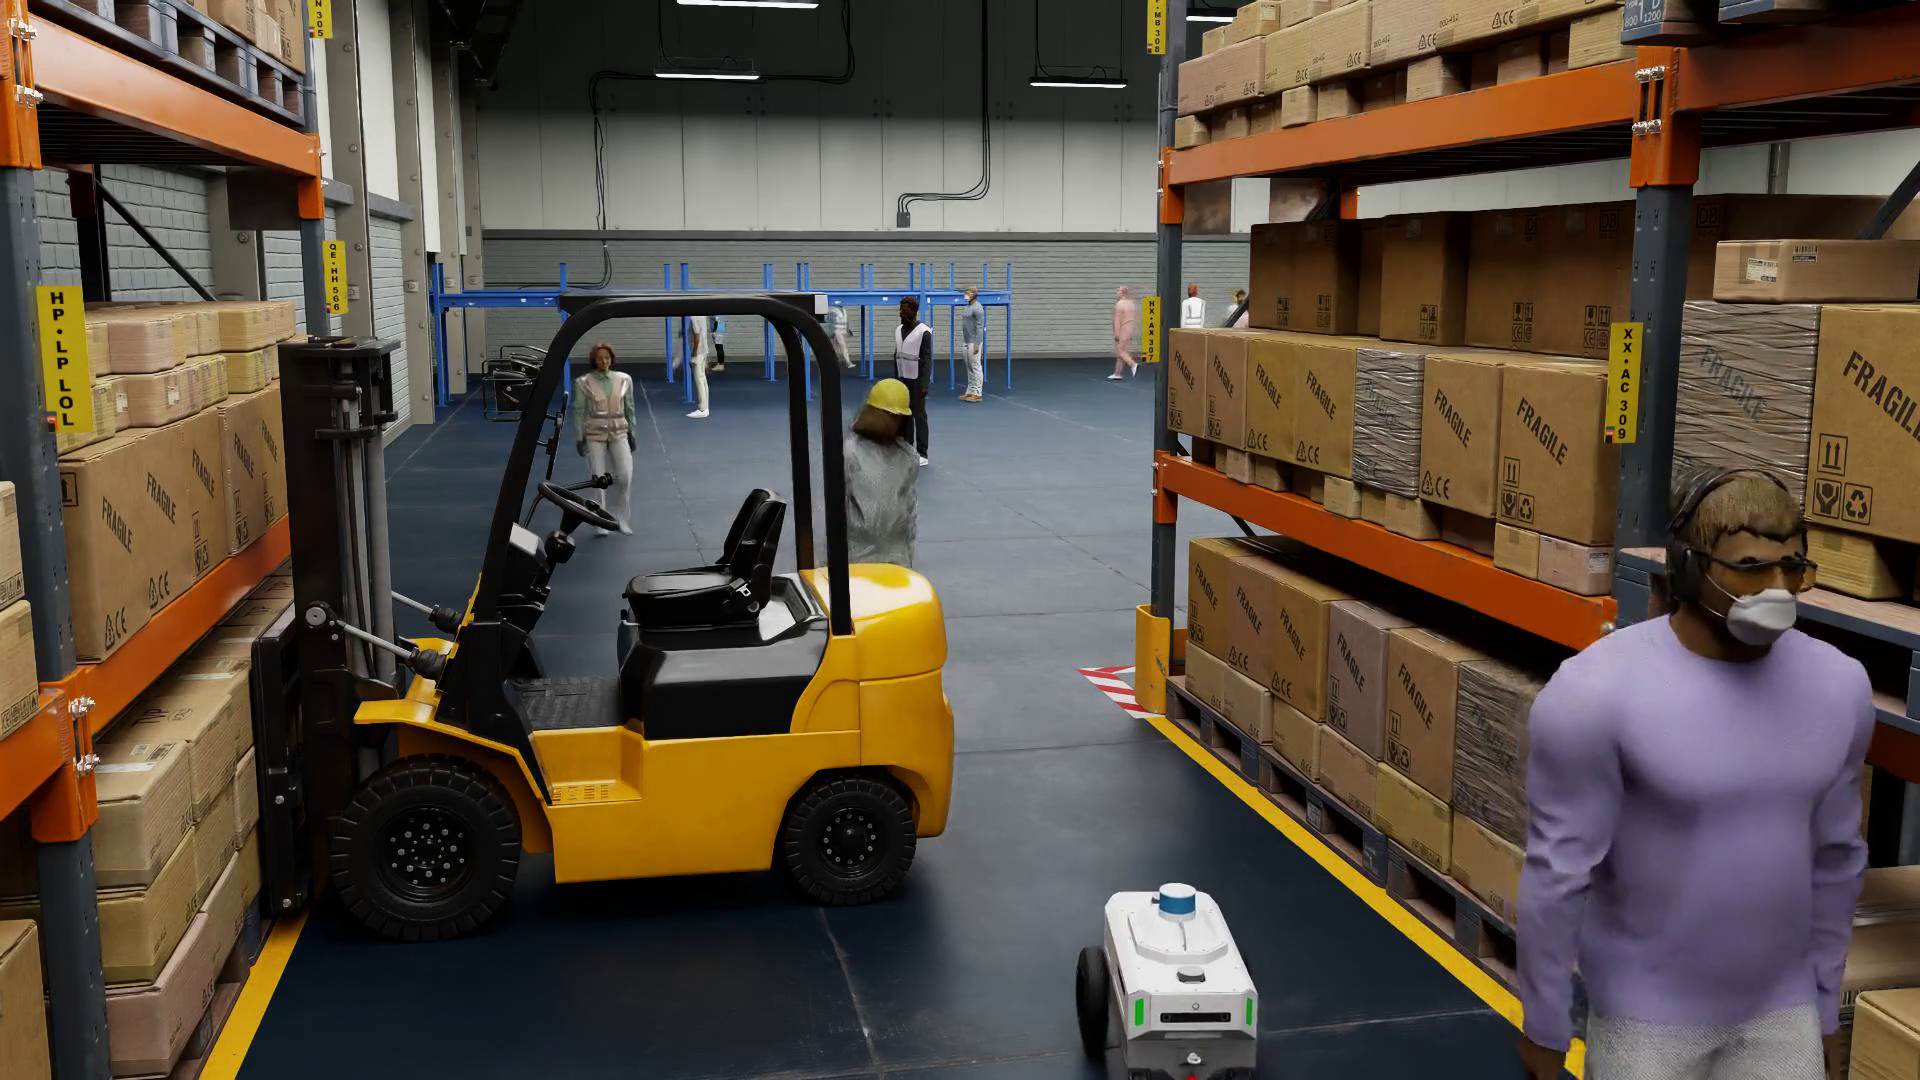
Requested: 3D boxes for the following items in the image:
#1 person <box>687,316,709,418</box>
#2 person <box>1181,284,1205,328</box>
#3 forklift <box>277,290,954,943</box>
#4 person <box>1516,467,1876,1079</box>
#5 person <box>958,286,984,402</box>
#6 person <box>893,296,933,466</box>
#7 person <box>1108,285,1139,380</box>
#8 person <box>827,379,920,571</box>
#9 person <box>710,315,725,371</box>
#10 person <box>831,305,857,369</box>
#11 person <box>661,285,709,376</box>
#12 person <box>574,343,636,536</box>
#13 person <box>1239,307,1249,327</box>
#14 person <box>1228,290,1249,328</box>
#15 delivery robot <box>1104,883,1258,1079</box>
[{"bbox_3d":[-3.968,-2.782,25.046,0.334,1.865,0.517,1,9,6],"label":"person"},{"bbox_3d":[4.969,-4.527,35.621,0.585,1.881,0.376,-4,10,-25],"label":"person"},{"bbox_3d":[-1.179,0.175,6.143,2.313,2.155,1.214,-2,10,-12],"label":"forklift"},{"bbox_3d":[1.275,0.810,2.993,0.632,1.924,0.671,-2,10,-12],"label":"person"},{"bbox_3d":[0.198,-3.305,28.002,0.362,1.939,0.636,-4,10,-21],"label":"person"},{"bbox_3d":[-0.548,-1.816,18.988,0.383,1.918,0.597,-8,12,-41],"label":"person"},{"bbox_3d":[3.290,-4.151,33.327,0.690,1.887,0.644,6,11,32],"label":"person"},{"bbox_3d":[-0.457,0.044,8.243,0.528,1.712,0.736,-5,11,-28],"label":"person"},{"bbox_3d":[-5.281,-4.528,36.194,0.318,1.697,0.535,1,9,3],"label":"person"},{"bbox_3d":[-2.651,-4.592,36.892,0.853,1.594,0.524,4,10,25],"label":"person"},{"bbox_3d":[-5.723,-4.383,34.707,1.020,1.889,0.647,-2,10,-12],"label":"person"},{"bbox_3d":[-2.935,-0.825,13.847,0.538,1.619,0.568,-4,10,-24],"label":"person"},{"bbox_3d":[4.930,-3.254,28.211,0.522,1.772,0.303,-5,11,-28],"label":"person"},{"bbox_3d":[5.584,-4.031,32.865,0.639,1.805,0.997,-3,10,-20],"label":"person"},{"bbox_3d":[0.599,1.198,4.610,0.477,0.478,0.707,0,9,-1],"label":"delivery robot"}]
